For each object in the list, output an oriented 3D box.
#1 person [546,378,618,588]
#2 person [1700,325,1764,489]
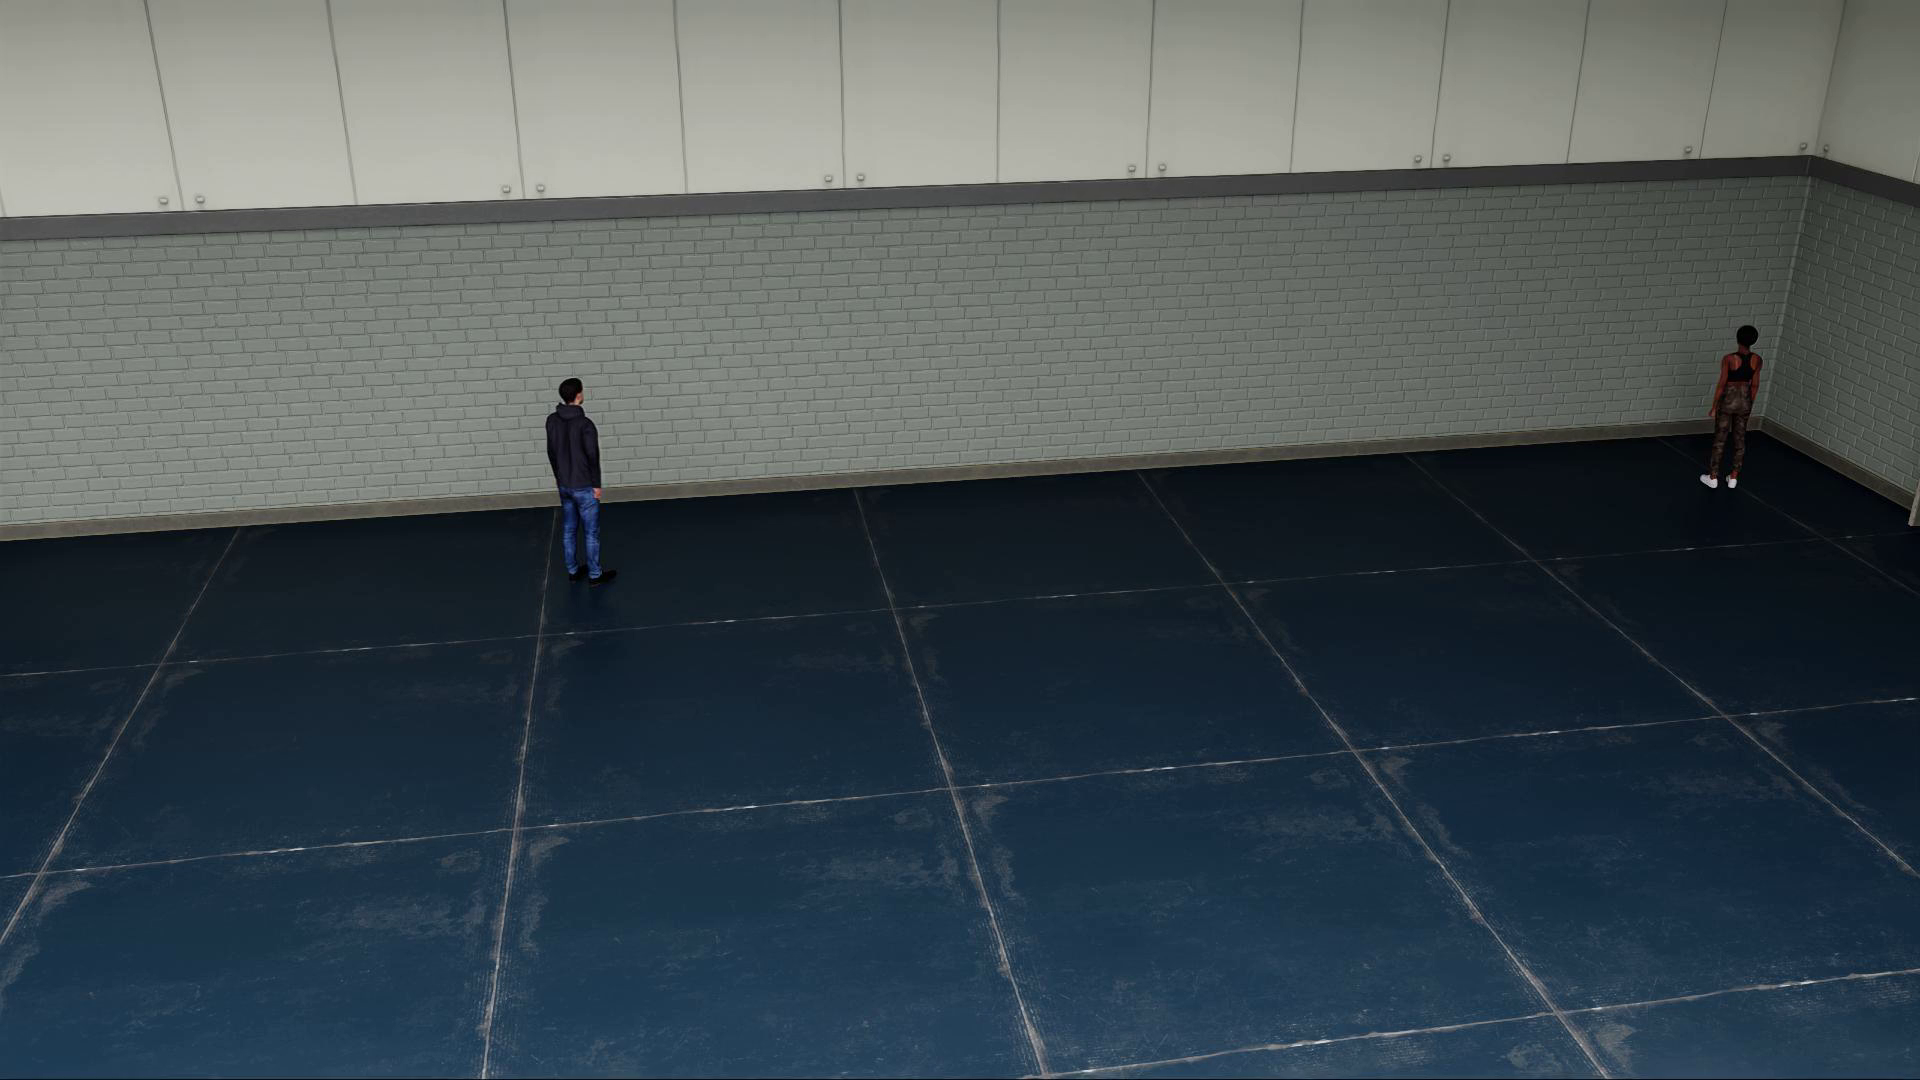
[{"bbox_3d":[-3.374,-0.506,14.635,0.758,1.893,0.784,11,26,25],"label":"person"},{"bbox_3d":[7.859,-1.362,16.894,0.625,1.700,0.583,1,23,2],"label":"person"}]
